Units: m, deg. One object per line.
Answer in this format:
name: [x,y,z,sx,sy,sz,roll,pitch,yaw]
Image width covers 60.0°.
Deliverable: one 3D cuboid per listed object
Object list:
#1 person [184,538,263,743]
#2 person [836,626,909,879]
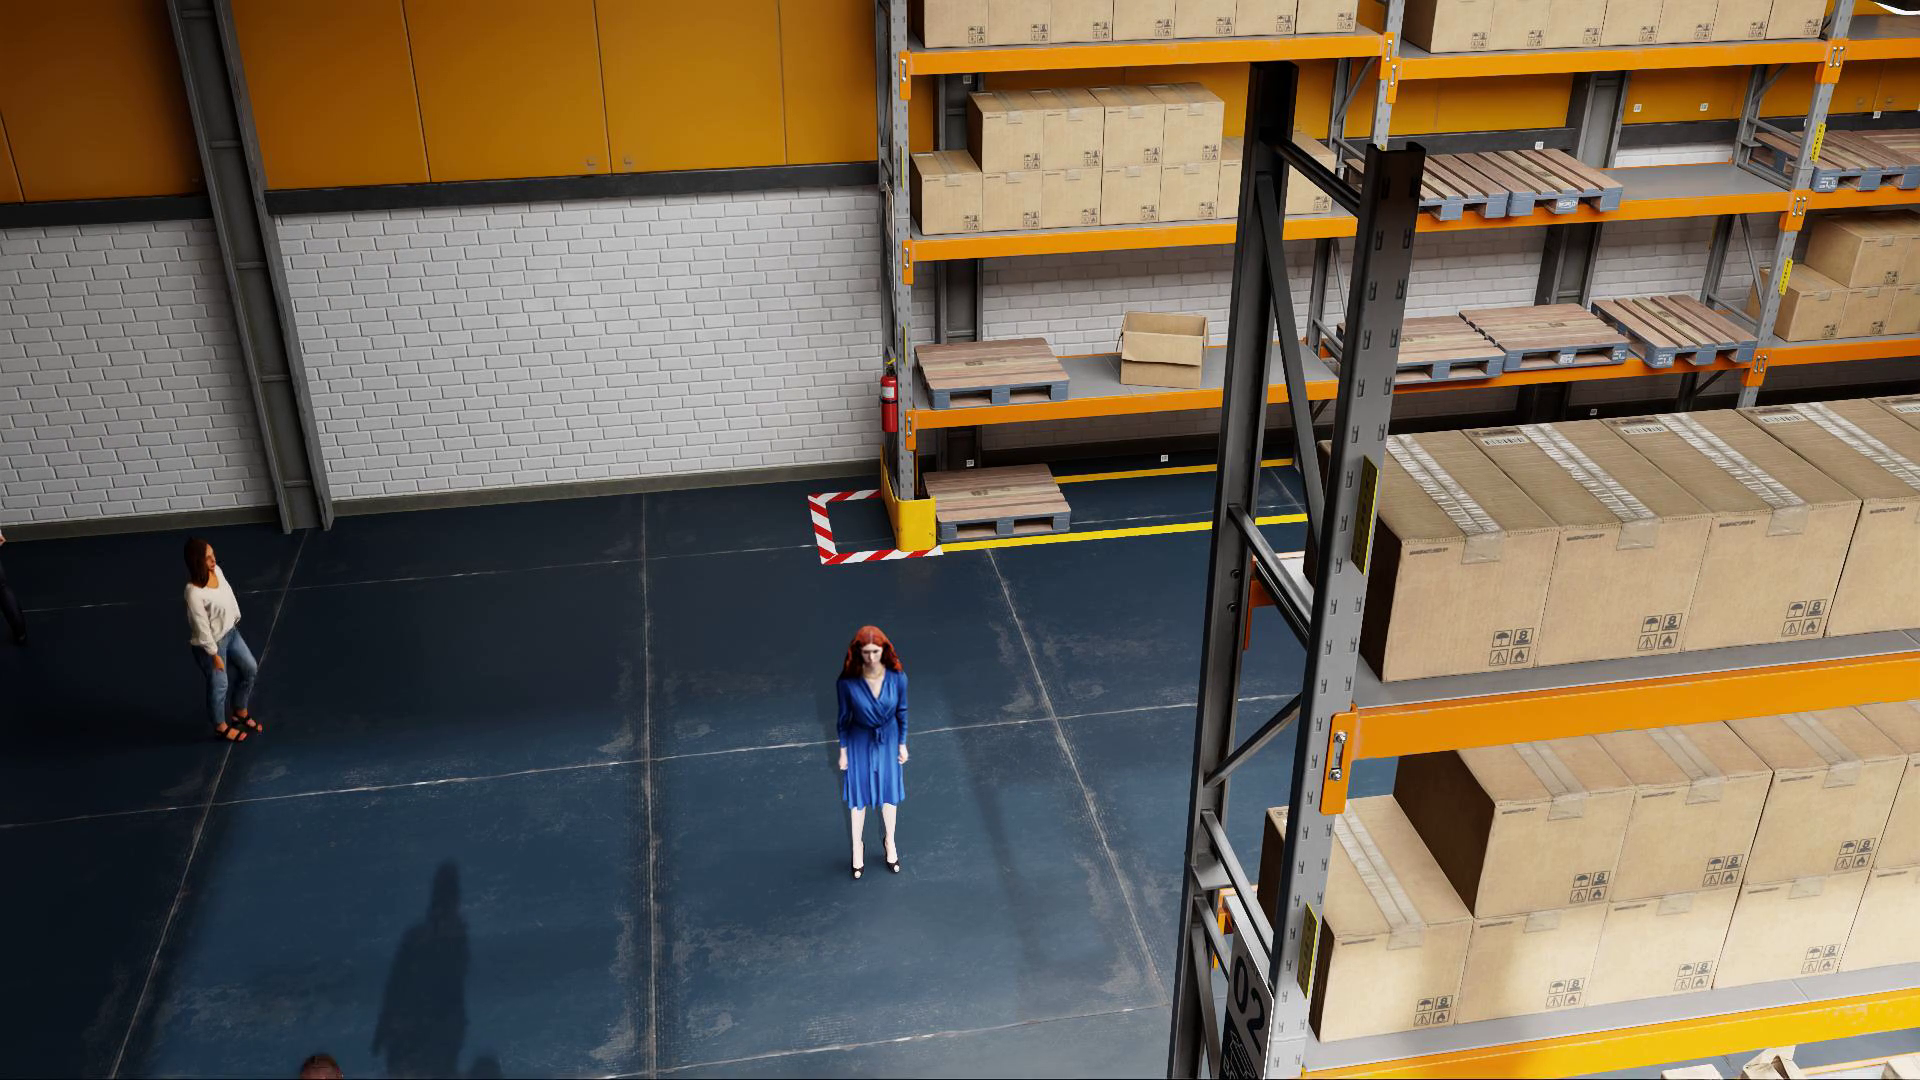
person: [-5.356,0.712,11.814,0.682,1.673,0.722,2,29,4]
person: [-0.547,1.333,10.513,0.493,1.829,0.662,-5,29,-10]
